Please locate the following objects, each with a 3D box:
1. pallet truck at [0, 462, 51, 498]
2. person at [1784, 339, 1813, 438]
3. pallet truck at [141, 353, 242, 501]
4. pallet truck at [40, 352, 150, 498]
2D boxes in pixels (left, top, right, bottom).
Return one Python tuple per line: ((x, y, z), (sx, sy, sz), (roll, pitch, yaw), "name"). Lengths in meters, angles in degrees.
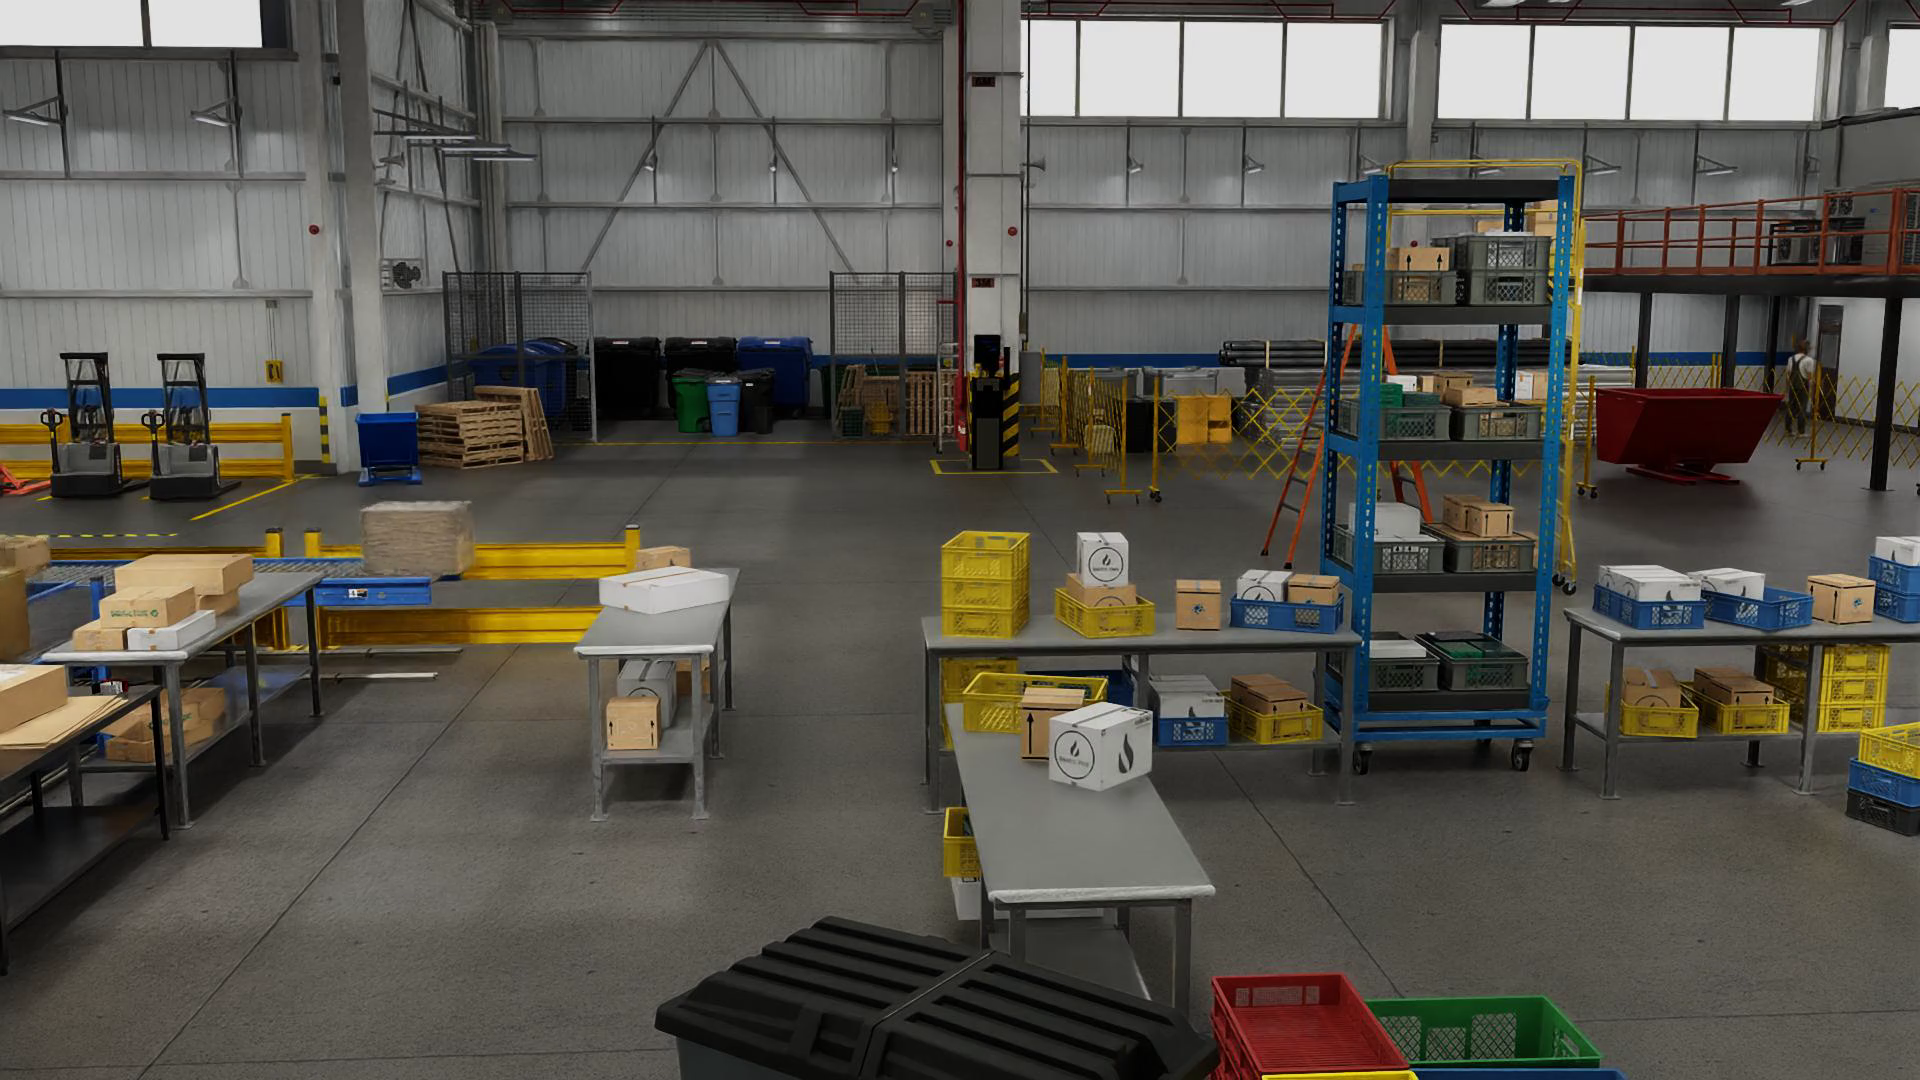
((-13.193, -1.293, 23.148), (0.653, 1.274, 1.630), (-1, 9, -4), "pallet truck")
((15.653, -2.816, 31.021), (0.342, 1.842, 0.506), (-5, 10, -26), "person")
((-10.520, -1.604, 22.925), (0.823, 1.965, 1.885), (-1, 9, -6), "pallet truck")
((-11.907, -1.642, 23.165), (0.823, 1.965, 1.885), (0, 9, 0), "pallet truck")
